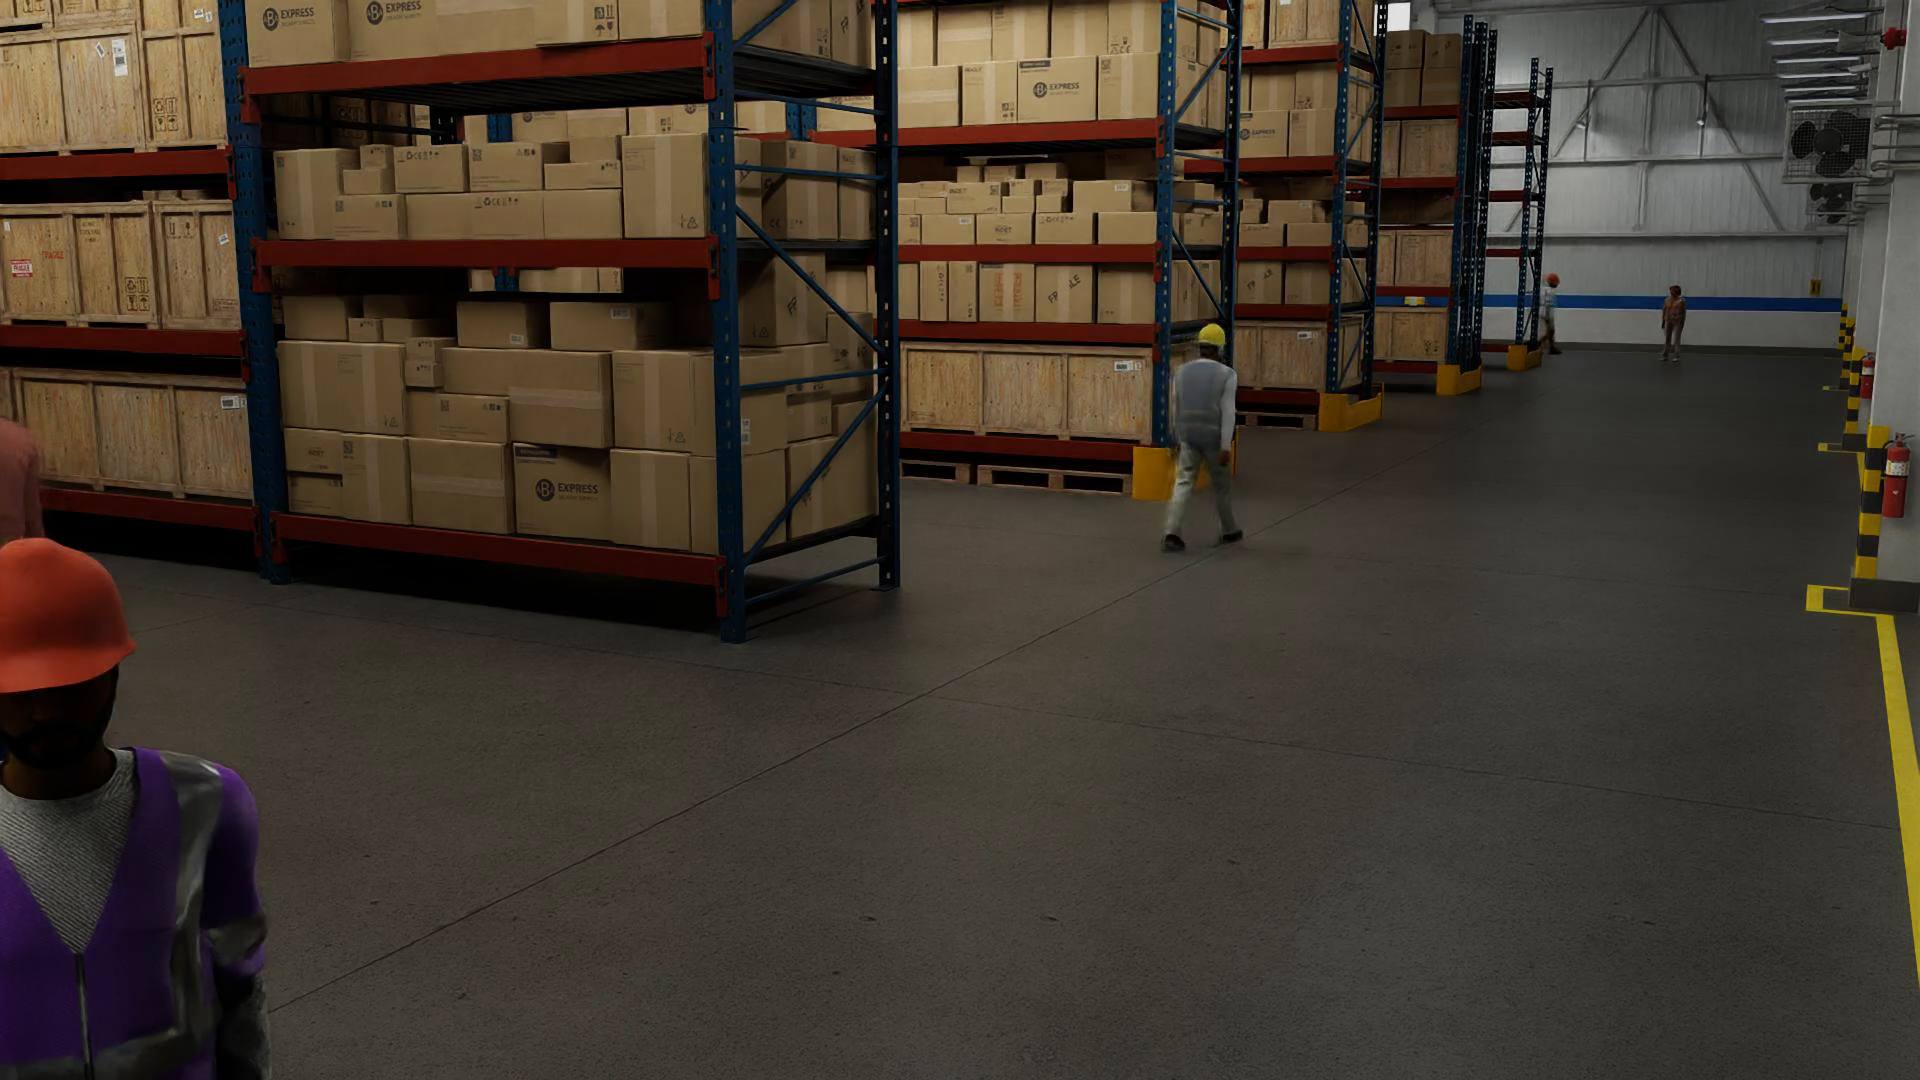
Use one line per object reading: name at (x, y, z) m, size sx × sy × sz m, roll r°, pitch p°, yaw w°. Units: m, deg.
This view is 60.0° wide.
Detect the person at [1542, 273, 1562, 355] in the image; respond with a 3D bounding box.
person at (13.465, -5.154, 38.021) m, size 0.611 × 1.881 × 0.611 m, roll 3°, pitch 10°, yaw 17°

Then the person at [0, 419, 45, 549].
person at (-4.314, 0.142, 7.332) m, size 0.646 × 1.886 × 0.646 m, roll 5°, pitch 11°, yaw 28°

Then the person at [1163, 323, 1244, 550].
person at (1.915, -0.811, 13.141) m, size 0.606 × 1.788 × 0.947 m, roll 7°, pitch 12°, yaw 36°

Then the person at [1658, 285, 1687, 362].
person at (15.353, -4.655, 35.794) m, size 0.313 × 1.638 × 0.513 m, roll -8°, pitch 12°, yaw -38°

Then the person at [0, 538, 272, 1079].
person at (-1.282, 0.951, 2.463) m, size 0.543 × 1.939 × 0.360 m, roll -6°, pitch 12°, yaw -33°
